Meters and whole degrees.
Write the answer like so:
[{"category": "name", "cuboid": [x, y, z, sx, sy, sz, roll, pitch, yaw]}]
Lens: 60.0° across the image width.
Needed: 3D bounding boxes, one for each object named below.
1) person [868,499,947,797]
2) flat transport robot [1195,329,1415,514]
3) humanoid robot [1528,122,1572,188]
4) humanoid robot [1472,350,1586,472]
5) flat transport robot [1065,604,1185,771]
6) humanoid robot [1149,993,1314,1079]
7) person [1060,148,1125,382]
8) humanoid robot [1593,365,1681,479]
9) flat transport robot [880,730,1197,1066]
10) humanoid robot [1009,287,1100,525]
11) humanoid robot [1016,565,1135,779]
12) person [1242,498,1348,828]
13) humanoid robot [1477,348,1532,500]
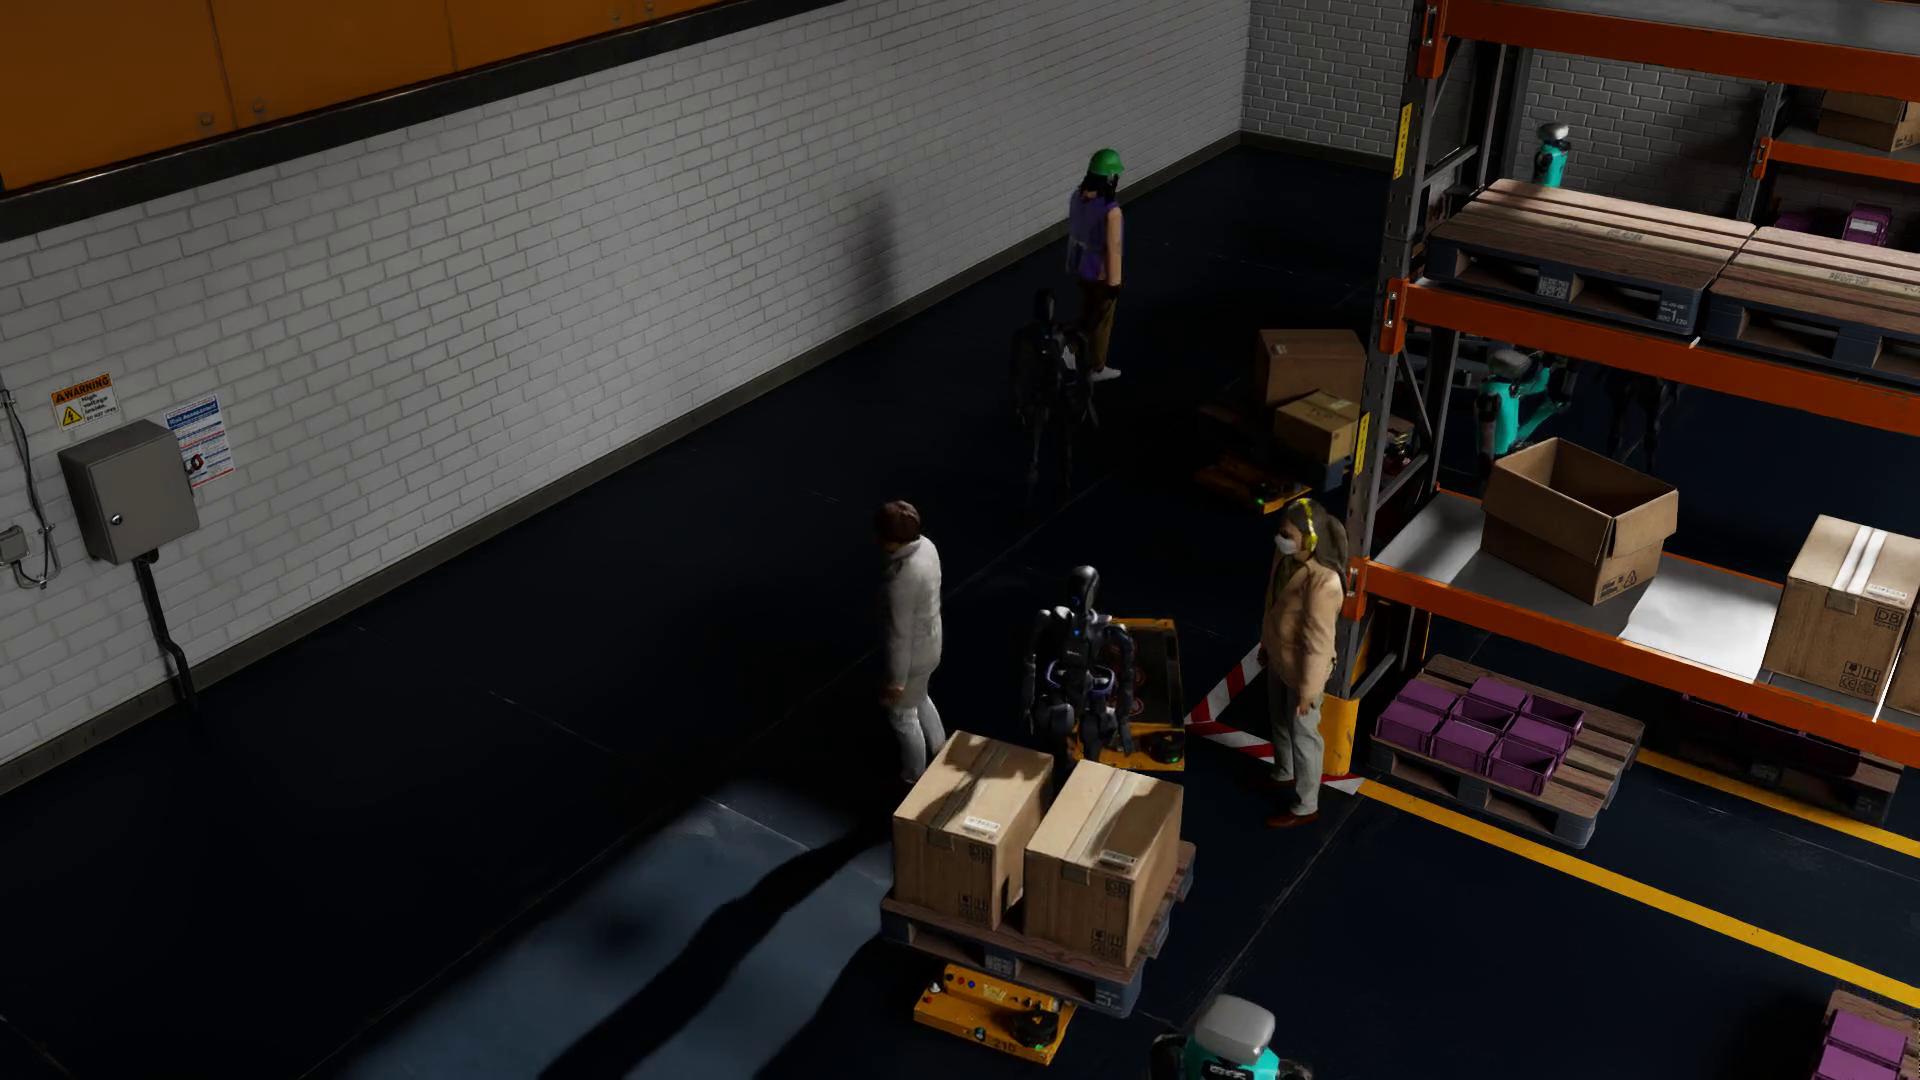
[{"category": "person", "cuboid": [-0.223, 0.572, 8.512, 0.457, 1.814, 0.586, 7, 31, 12]}, {"category": "flat transport robot", "cuboid": [2.434, -0.593, 12.069, 1.431, 0.231, 0.659, -23, 37, -34]}, {"category": "humanoid robot", "cuboid": [4.792, -2.784, 14.452, 1.039, 1.774, 0.547, 22, 37, 33]}, {"category": "humanoid robot", "cuboid": [3.971, -1.121, 11.508, 0.991, 1.731, 0.534, 0, 30, 0]}, {"category": "flat transport robot", "cuboid": [0.936, 0.829, 9.602, 0.659, 0.231, 1.431, 2, 30, 3]}, {"category": "humanoid robot", "cuboid": [0.790, 2.424, 5.475, 0.548, 1.889, 0.758, 10, 31, 17]}, {"category": "person", "cuboid": [1.078, -2.139, 13.097, 0.466, 1.915, 0.559, -19, 35, -30]}, {"category": "humanoid robot", "cuboid": [4.764, -1.161, 11.644, 0.608, 1.651, 0.372, 20, 36, 31]}, {"category": "flat transport robot", "cuboid": [0.375, 1.830, 7.864, 0.659, 0.231, 1.431, 13, 32, 21]}, {"category": "humanoid robot", "cuboid": [0.637, -0.919, 11.255, 0.626, 1.634, 0.612, 4, 30, 7]}, {"category": "humanoid robot", "cuboid": [0.573, 0.823, 8.248, 0.609, 1.621, 0.785, 8, 31, 14]}, {"category": "person", "cuboid": [1.695, 0.617, 8.381, 0.394, 1.868, 0.555, -6, 30, -10]}, {"category": "humanoid robot", "cuboid": [3.389, -0.207, 10.029, 0.736, 1.891, 0.547, 17, 34, 27]}]
